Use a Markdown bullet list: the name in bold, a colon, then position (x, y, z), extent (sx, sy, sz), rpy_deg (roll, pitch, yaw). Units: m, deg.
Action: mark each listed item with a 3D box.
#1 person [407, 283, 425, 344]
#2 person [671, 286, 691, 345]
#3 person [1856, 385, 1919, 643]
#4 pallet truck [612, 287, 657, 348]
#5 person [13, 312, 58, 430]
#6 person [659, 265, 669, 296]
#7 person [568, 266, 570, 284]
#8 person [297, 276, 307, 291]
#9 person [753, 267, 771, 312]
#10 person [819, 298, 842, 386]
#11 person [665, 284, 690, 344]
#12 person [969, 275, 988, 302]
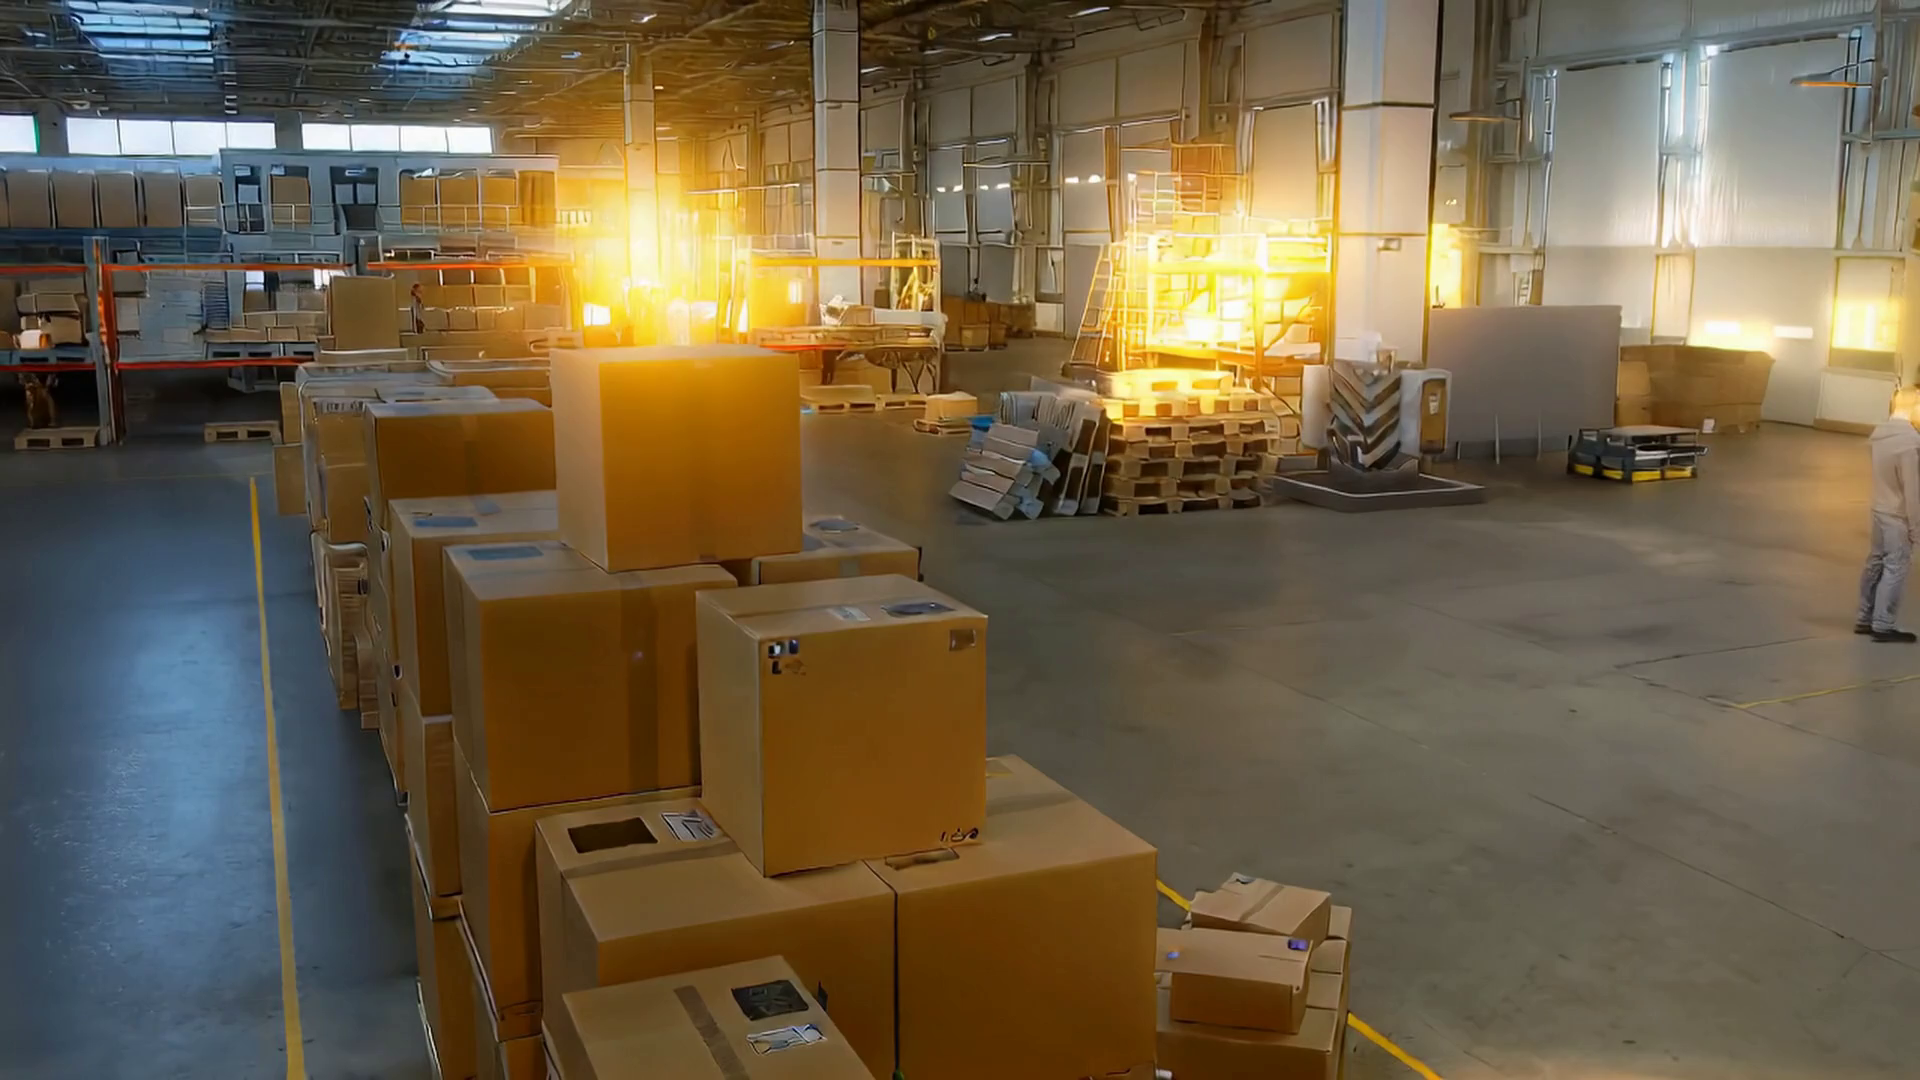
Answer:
- **person**: position (-13.772, -5.574, 42.180), extent (0.327, 1.876, 0.516), rpy_deg (3, 11, 16)
- **person**: position (-6.226, -4.709, 37.235), extent (0.372, 1.940, 0.630), rpy_deg (3, 11, 17)
- **person**: position (6.963, -0.187, 12.363), extent (0.380, 1.928, 0.636), rpy_deg (1, 10, 3)
- **pallet truck**: position (-6.464, -4.406, 35.401), extent (0.823, 1.965, 1.885), rpy_deg (6, 12, 32)
- **person**: position (-14.121, -2.542, 25.447), extent (0.576, 1.882, 0.355), rpy_deg (-2, 10, -10)
- **person**: position (-12.079, -10.176, 67.411), extent (0.622, 1.930, 0.657), rpy_deg (4, 11, 21)
- **person**: position (-16.812, -10.965, 71.872), extent (0.355, 1.883, 0.574), rpy_deg (-7, 13, -35)
- **person**: position (-22.098, -7.982, 55.838), extent (0.516, 1.722, 0.519), rpy_deg (-9, 13, -40)
- **person**: position (-8.152, -10.221, 67.627), extent (0.617, 1.940, 1.040), rpy_deg (-9, 14, -41)
- **person**: position (-2.423, -3.573, 31.090), extent (0.454, 1.903, 0.604), rpy_deg (-3, 11, -16)
- **person**: position (-7.288, -5.691, 42.962), extent (0.651, 1.823, 0.574), rpy_deg (-3, 11, -14)
- **person**: position (0.546, -7.183, 51.043), extent (0.605, 1.882, 0.990), rpy_deg (1, 10, 7)
